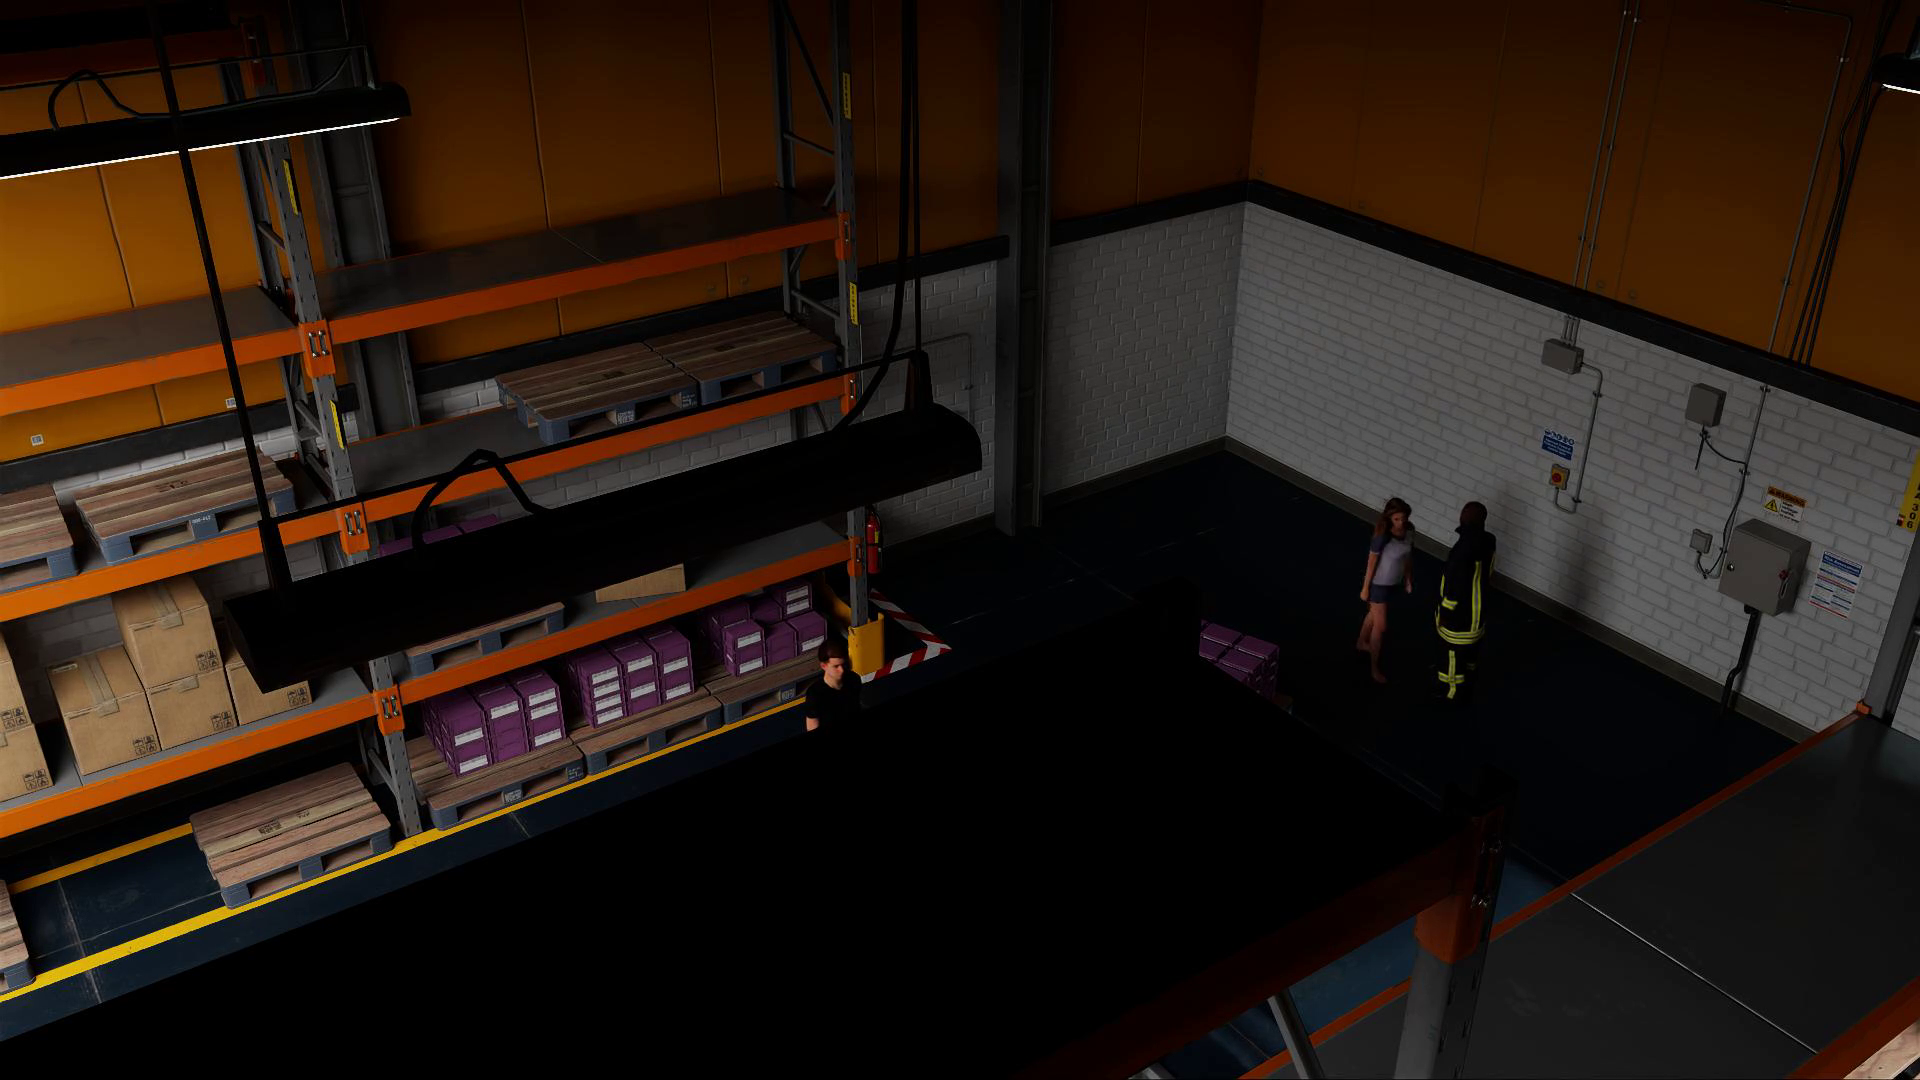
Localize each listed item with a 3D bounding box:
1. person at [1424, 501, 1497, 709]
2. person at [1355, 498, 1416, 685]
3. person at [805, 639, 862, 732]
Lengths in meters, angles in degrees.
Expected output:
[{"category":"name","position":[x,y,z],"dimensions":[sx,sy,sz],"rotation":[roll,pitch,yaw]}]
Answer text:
[{"category":"person","position":[4.200,0.509,13.802],"dimensions":[0.850,1.817,0.683],"rotation":[24,37,37]},{"category":"person","position":[3.592,0.346,14.235],"dimensions":[0.758,1.688,0.669],"rotation":[-23,36,-36]},{"category":"person","position":[-0.882,1.512,11.917],"dimensions":[0.773,1.862,0.588],"rotation":[25,37,37]}]
